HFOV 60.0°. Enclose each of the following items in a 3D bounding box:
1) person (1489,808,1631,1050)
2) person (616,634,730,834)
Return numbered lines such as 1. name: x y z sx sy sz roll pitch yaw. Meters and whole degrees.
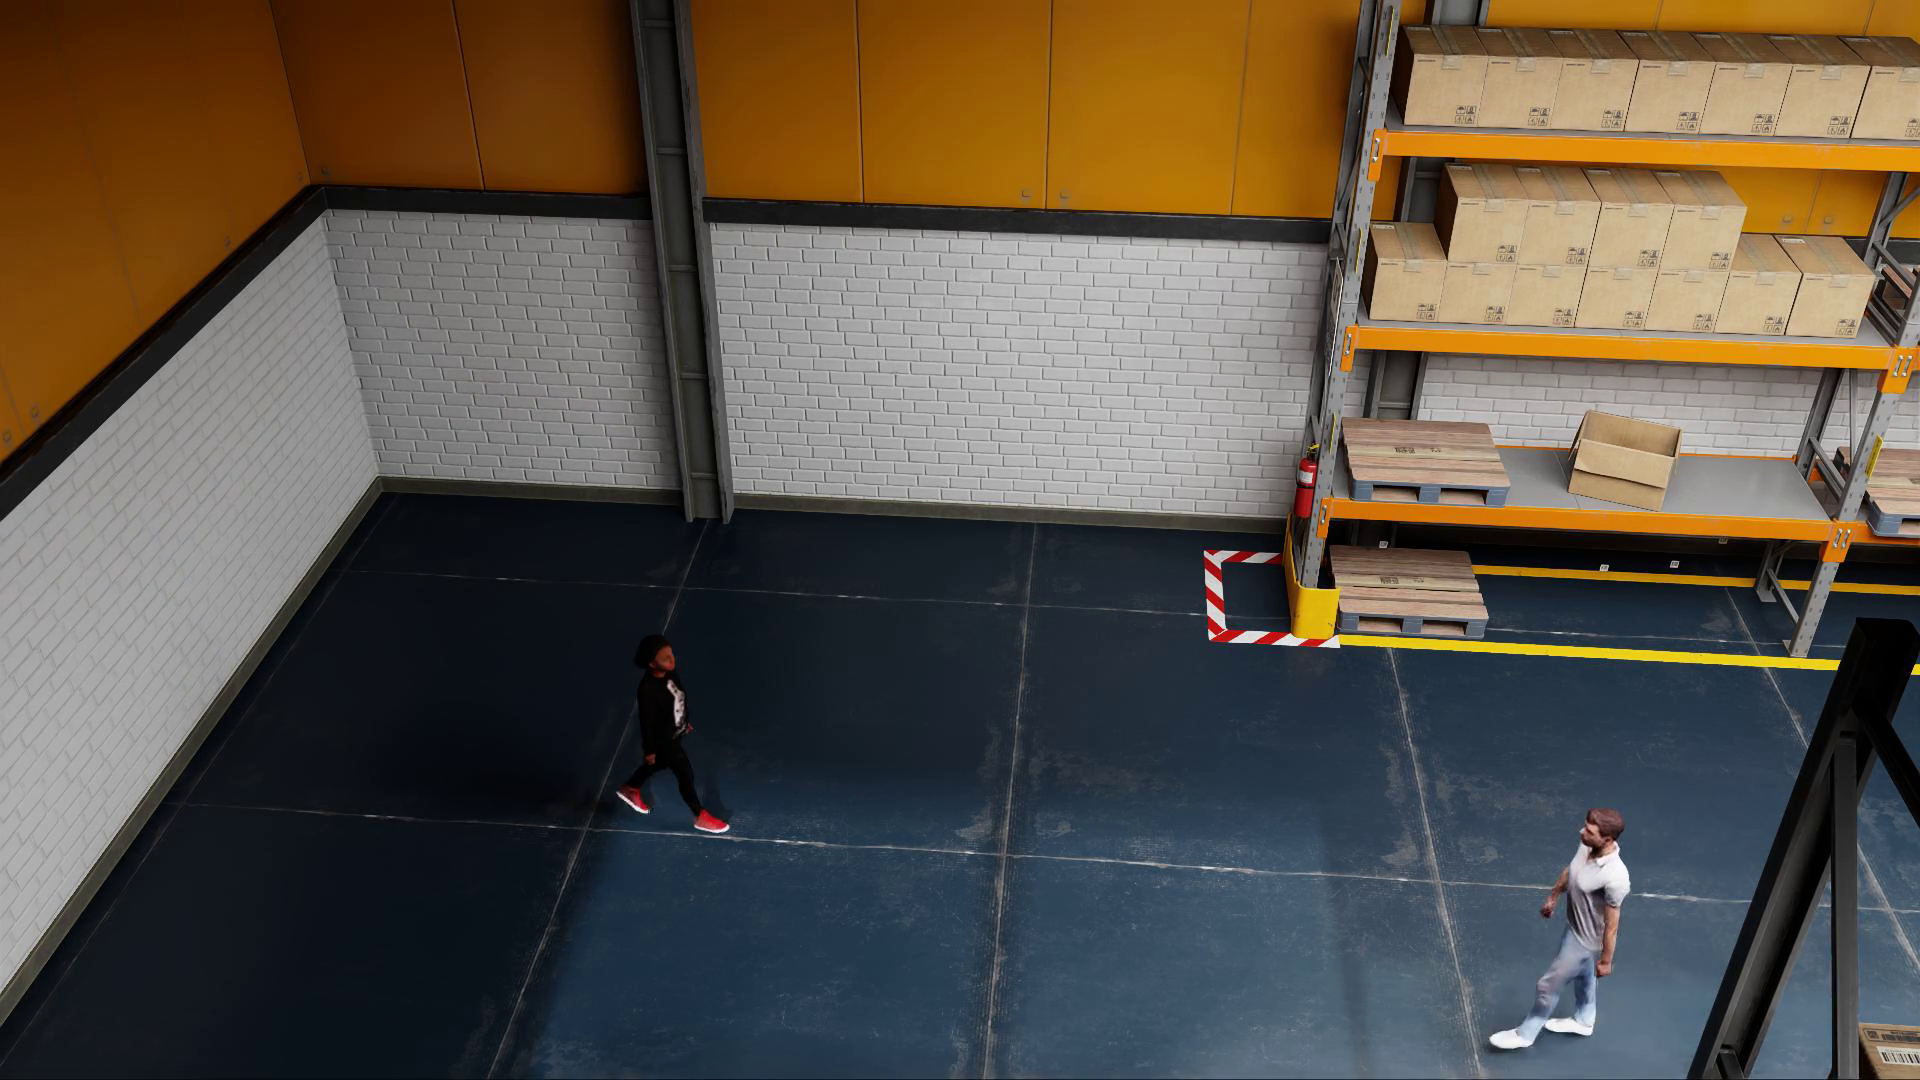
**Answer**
1. person: 3.790 2.321 9.852 0.916 1.827 0.724 1 34 1
2. person: -2.102 1.331 11.508 1.141 1.644 0.745 9 35 13
